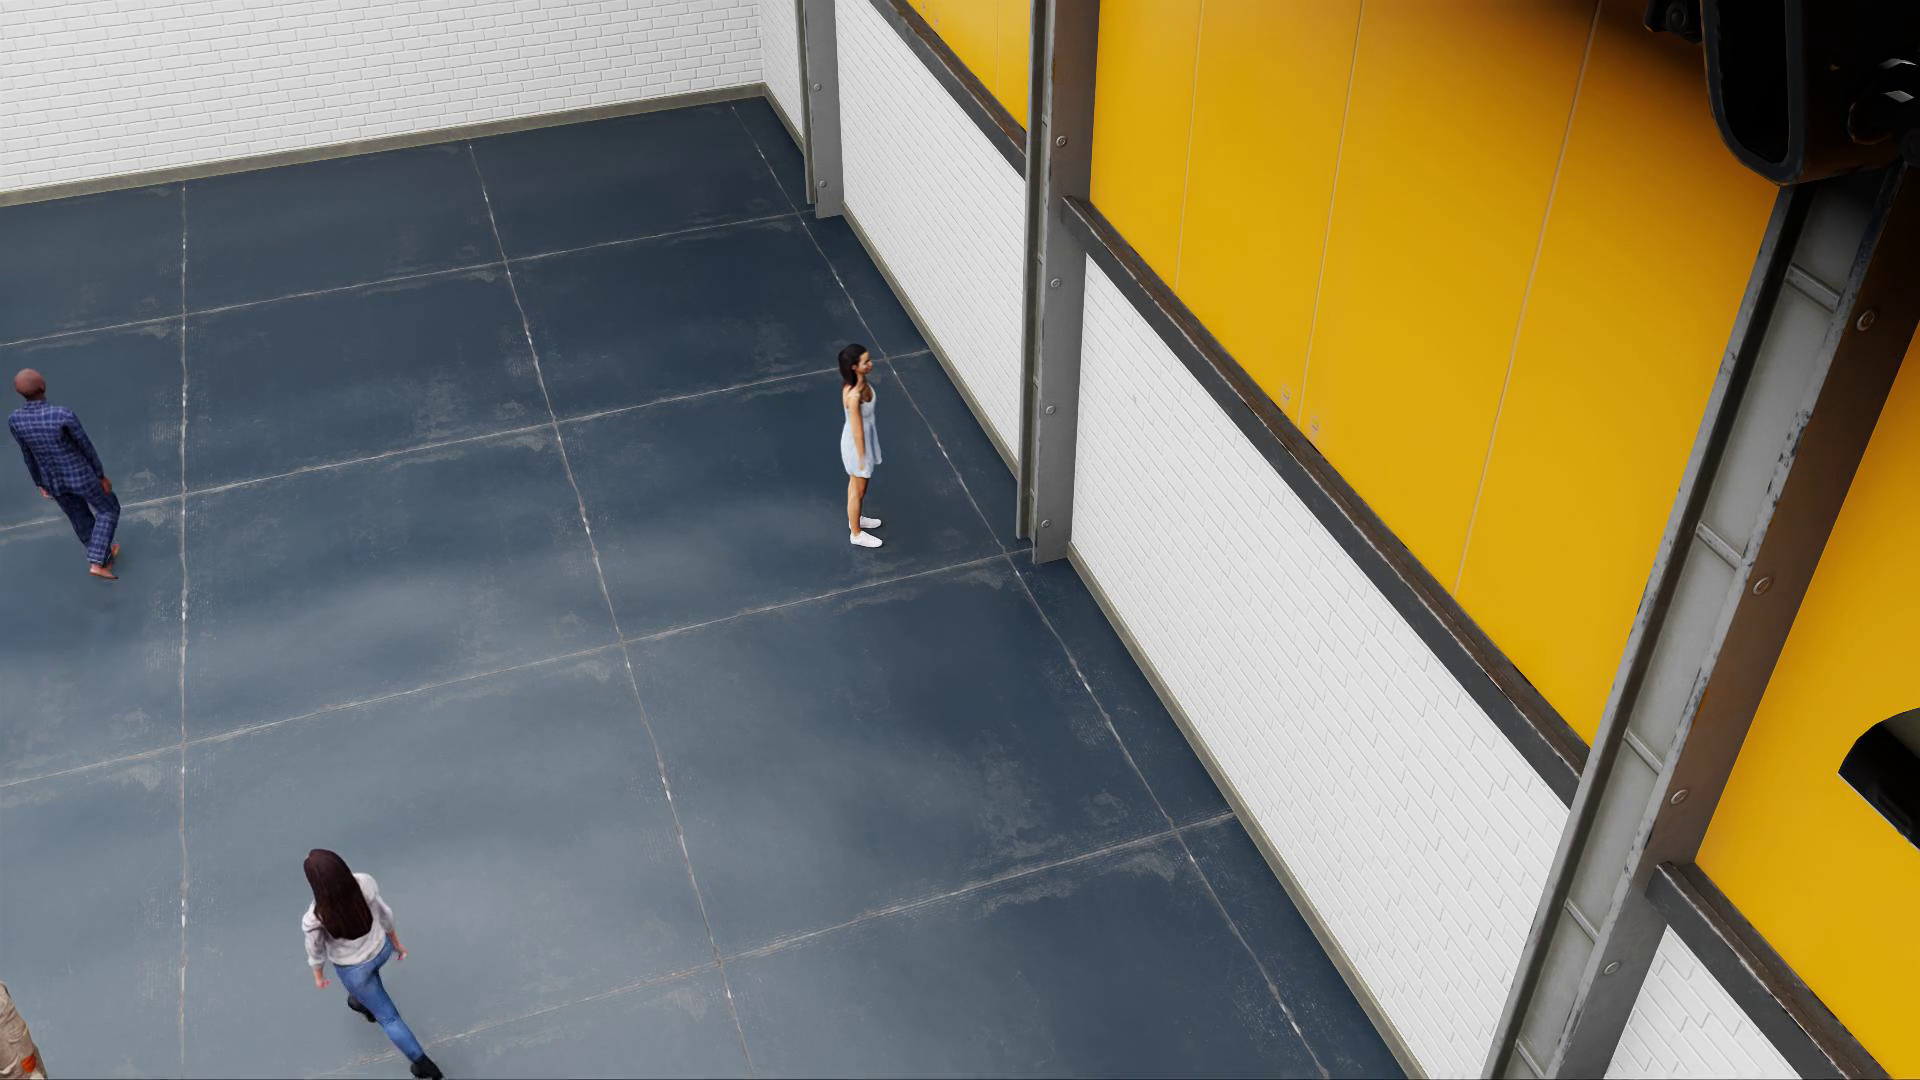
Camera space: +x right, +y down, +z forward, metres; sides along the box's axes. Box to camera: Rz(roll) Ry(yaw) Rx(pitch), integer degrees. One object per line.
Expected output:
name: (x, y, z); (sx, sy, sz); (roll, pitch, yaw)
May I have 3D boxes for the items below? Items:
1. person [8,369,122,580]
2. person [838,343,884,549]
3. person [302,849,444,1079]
person: (-6.497, -0.421, 12.120); (0.793, 1.809, 0.920); (-3, 39, -3)
person: (-0.769, -0.735, 12.577); (0.719, 1.729, 0.588); (1, 39, 1)
person: (-3.125, 2.299, 8.895); (1.149, 1.584, 1.013); (22, 43, 25)
